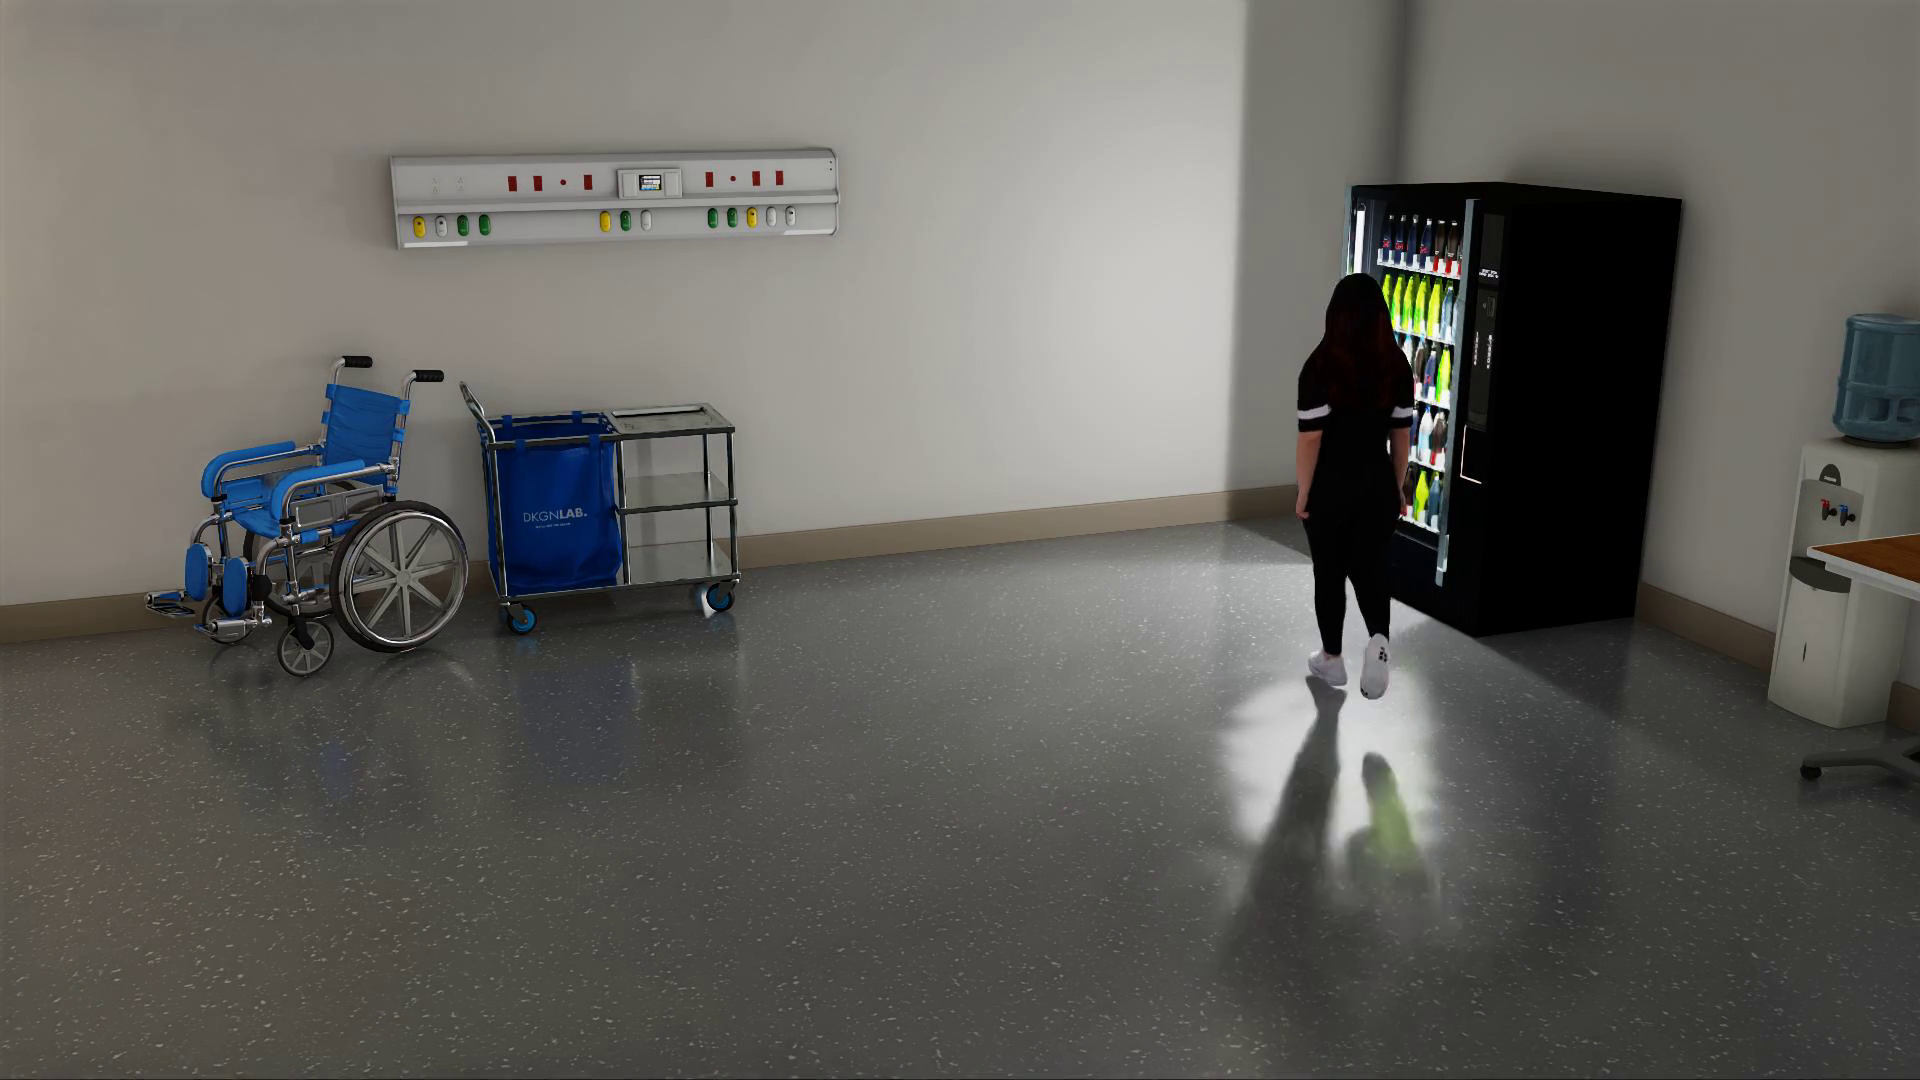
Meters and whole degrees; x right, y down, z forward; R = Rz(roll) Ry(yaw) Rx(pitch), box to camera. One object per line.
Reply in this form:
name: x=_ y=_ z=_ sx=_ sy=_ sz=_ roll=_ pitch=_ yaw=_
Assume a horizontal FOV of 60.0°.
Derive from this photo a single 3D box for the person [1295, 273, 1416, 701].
person: x=1.484 y=-0.161 z=6.204 sx=0.741 sy=1.623 sz=1.013 roll=-2 pitch=16 yaw=-8
